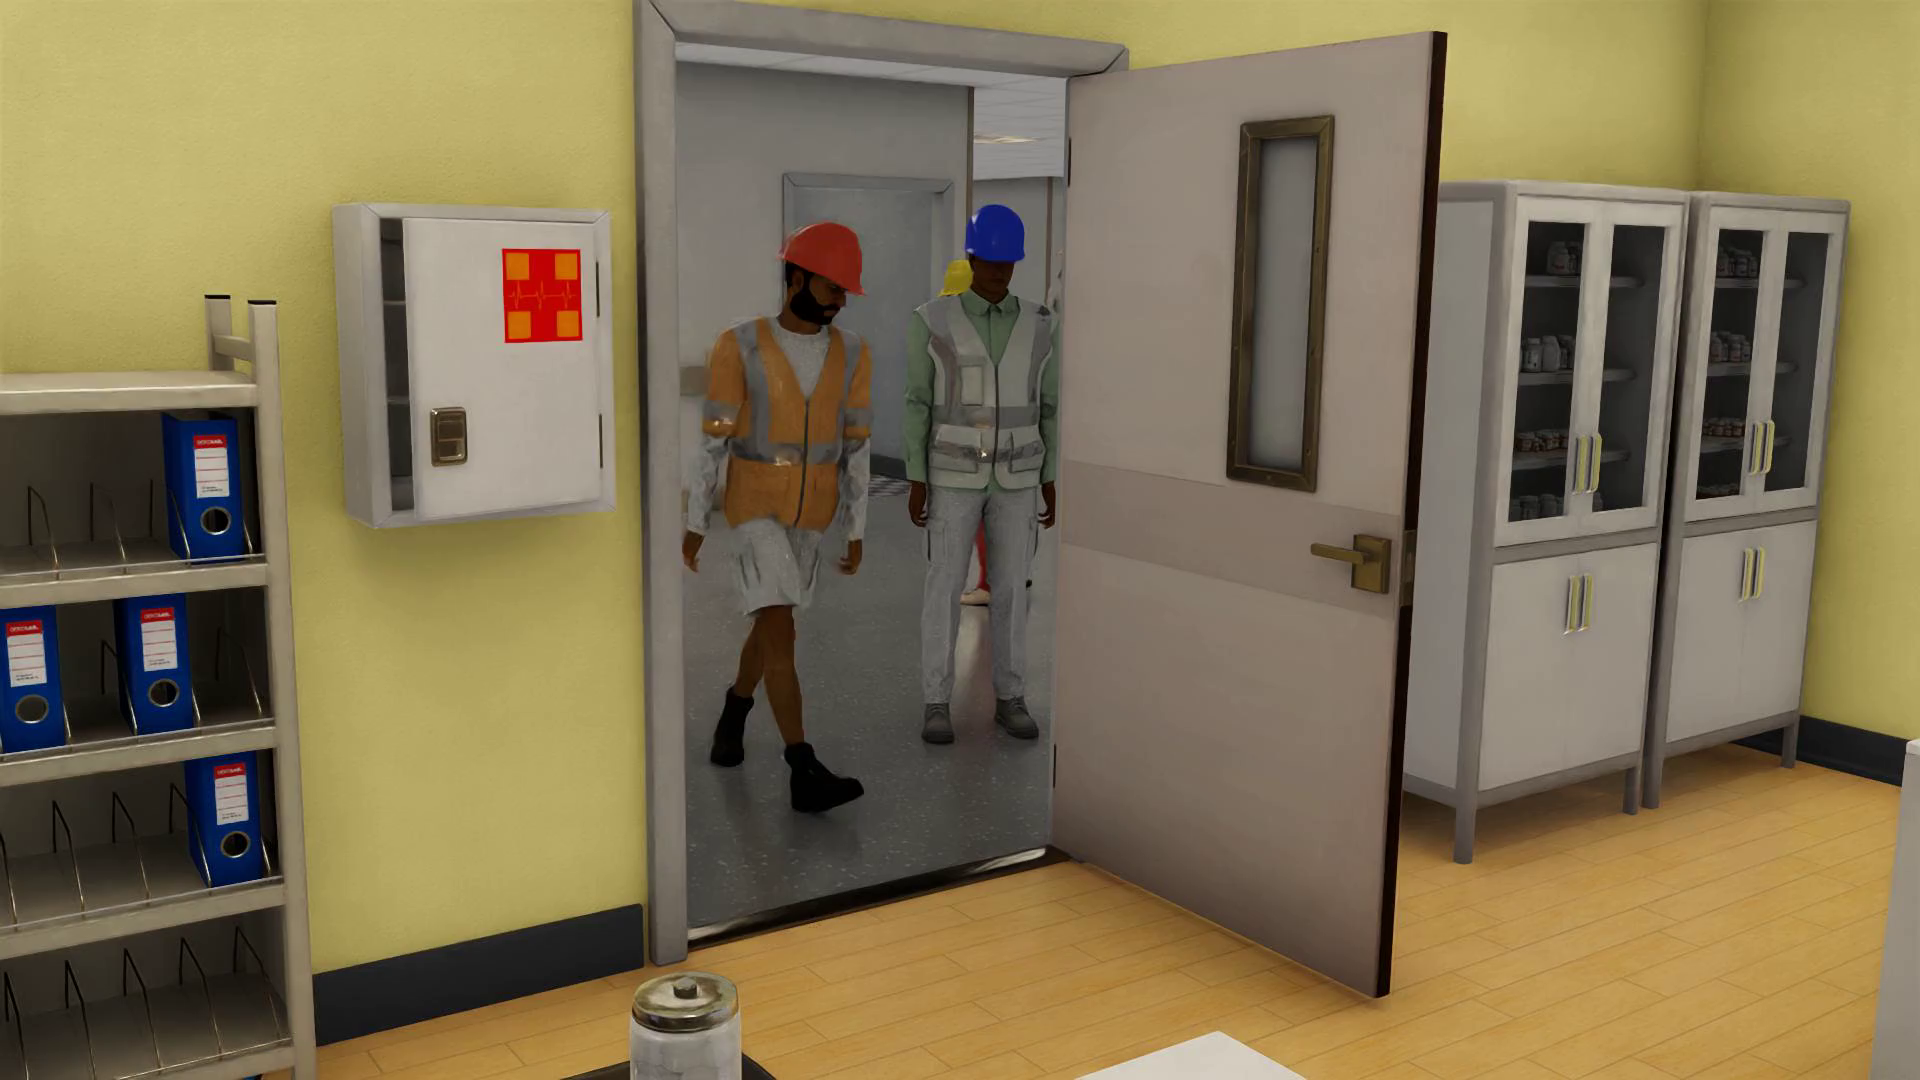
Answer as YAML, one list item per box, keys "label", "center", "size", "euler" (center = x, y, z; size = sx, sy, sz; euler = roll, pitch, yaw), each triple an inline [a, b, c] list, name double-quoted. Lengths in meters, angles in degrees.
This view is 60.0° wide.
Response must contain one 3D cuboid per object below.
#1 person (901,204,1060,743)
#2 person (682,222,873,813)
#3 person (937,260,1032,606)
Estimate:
- label: "person"
  center: [0.087, -0.233, 6.053]
  size: [0.602, 1.943, 0.393]
  euler: [-2, 10, -14]
- label: "person"
  center: [-0.592, -0.094, 5.438]
  size: [0.614, 1.861, 1.018]
  euler: [-5, 11, -30]
- label: "person"
  center: [0.107, -0.535, 8.438]
  size: [0.424, 1.748, 0.552]
  euler: [7, 11, 33]
